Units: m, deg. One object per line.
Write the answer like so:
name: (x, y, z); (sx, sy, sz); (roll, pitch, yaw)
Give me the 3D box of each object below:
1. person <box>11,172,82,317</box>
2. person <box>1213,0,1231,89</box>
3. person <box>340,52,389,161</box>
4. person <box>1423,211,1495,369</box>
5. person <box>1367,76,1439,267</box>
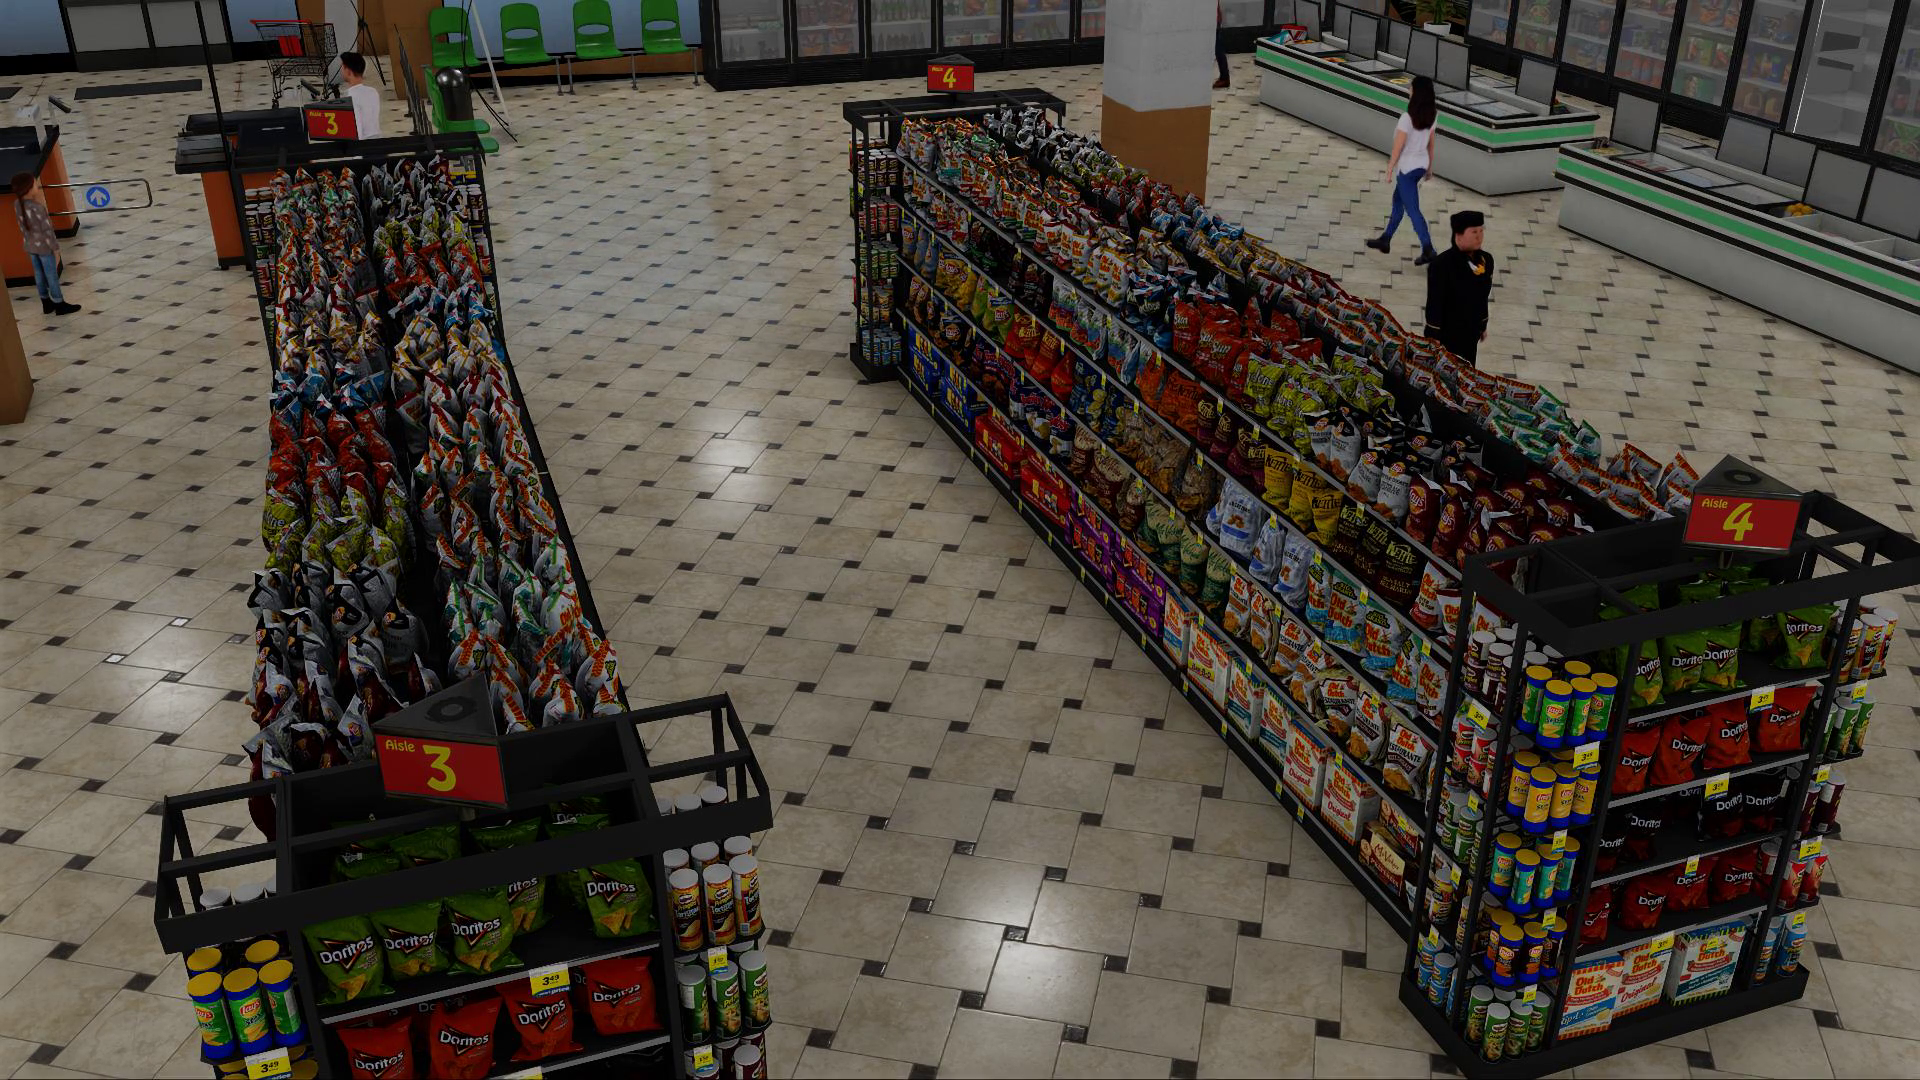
person: (-7.626, -2.454, 13.771); (0.553, 1.194, 0.610); (11, 29, 21)
person: (3.310, -6.756, 21.605); (0.900, 1.783, 1.163); (-4, 27, -8)
person: (-5.323, -3.444, 14.980); (0.780, 1.868, 0.683); (6, 27, 11)
person: (3.296, -1.372, 11.107); (0.727, 1.675, 0.672); (-14, 30, -26)
person: (4.069, -3.219, 14.783); (0.823, 1.645, 1.174); (-18, 32, -31)
